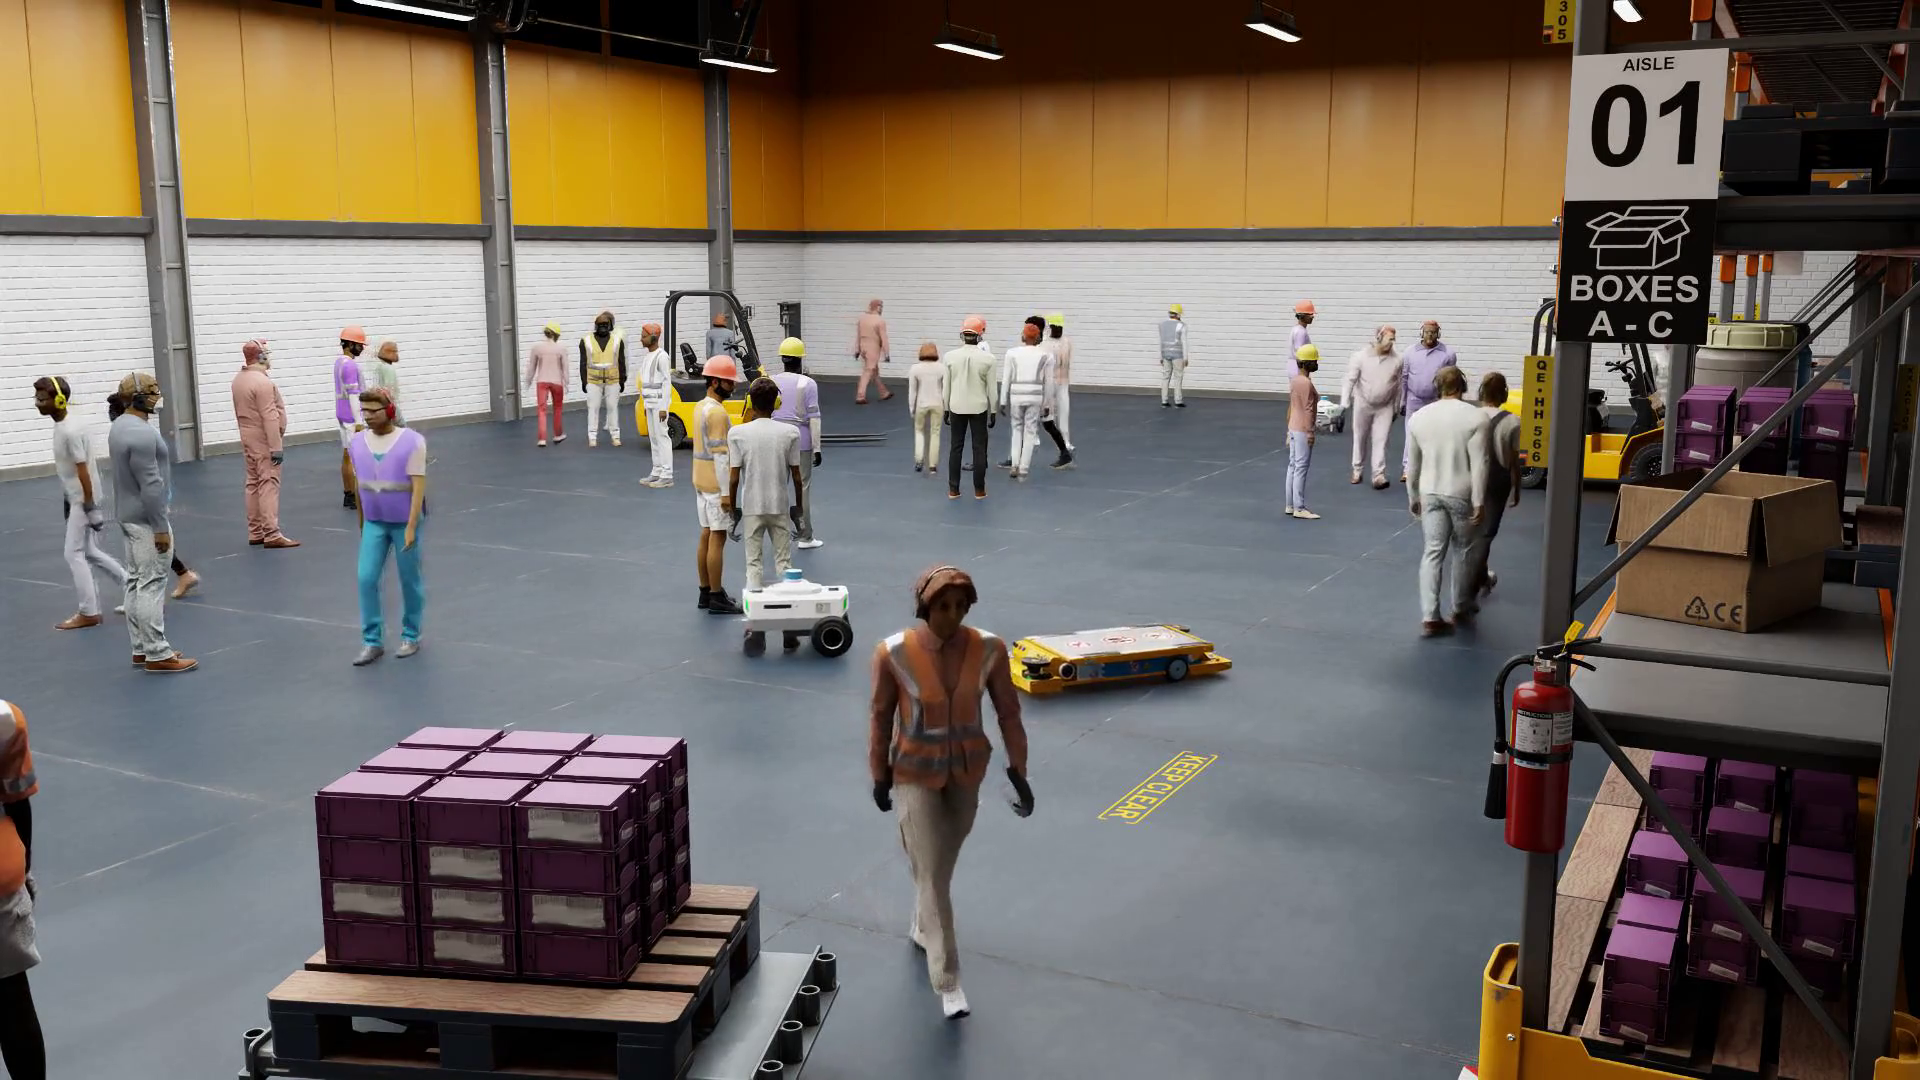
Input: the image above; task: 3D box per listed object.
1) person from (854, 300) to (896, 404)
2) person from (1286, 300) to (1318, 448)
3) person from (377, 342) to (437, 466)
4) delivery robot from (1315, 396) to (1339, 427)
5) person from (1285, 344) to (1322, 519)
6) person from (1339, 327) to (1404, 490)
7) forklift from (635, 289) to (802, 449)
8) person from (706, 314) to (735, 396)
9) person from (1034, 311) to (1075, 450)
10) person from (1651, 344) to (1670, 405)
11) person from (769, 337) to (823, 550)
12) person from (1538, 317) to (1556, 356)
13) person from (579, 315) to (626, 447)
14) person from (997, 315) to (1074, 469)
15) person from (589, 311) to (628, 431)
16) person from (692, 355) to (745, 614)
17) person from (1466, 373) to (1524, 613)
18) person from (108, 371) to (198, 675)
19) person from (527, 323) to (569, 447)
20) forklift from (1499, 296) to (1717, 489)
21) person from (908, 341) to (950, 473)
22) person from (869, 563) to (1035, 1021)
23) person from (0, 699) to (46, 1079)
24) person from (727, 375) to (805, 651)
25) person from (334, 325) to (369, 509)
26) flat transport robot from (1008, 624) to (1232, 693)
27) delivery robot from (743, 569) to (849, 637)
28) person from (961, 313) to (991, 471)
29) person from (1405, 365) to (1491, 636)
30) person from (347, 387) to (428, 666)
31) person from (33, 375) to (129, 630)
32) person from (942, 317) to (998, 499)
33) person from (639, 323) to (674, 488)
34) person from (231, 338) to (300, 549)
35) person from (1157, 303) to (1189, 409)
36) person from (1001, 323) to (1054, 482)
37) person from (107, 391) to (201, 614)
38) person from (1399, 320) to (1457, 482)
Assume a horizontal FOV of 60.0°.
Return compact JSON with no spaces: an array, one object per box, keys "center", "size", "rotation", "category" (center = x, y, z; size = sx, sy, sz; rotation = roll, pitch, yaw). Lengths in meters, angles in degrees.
[{"center":[-1.496,-3.362,29.742],"size":[1.014,1.846,0.663],"rotation":[-8,13,-39],"category":"person"},{"center":[4.715,-2.290,22.978],"size":[0.393,2.044,0.609],"rotation":[1,10,7],"category":"person"},{"center":[-6.944,-1.645,20.526],"size":[0.825,1.585,0.523],"rotation":[-6,11,-31],"category":"person"},{"center":[5.409,-1.897,24.737],"size":[0.477,0.478,0.707],"rotation":[4,11,24],"category":"delivery robot"},{"center":[3.498,-1.101,16.900],"size":[0.310,1.769,0.523],"rotation":[-1,10,-5],"category":"person"},{"center":[4.706,-1.511,19.036],"size":[0.739,1.843,0.992],"rotation":[1,10,6],"category":"person"},{"center":[-3.358,-2.392,23.136],"size":[2.313,2.155,1.214],"rotation":[-1,10,-5],"category":"forklift"},{"center":[-4.178,-3.133,29.045],"size":[0.507,1.632,0.265],"rotation":[-1,10,-4],"category":"person"},{"center":[1.264,-2.208,22.952],"size":[0.598,1.896,0.898],"rotation":[-6,12,-32],"category":"person"},{"center":[9.868,-2.073,23.065],"size":[0.904,1.588,0.540],"rotation":[-9,13,-43],"category":"person"},{"center":[-1.521,-0.873,15.110],"size":[0.588,1.927,0.365],"rotation":[4,11,22],"category":"person"},{"center":[8.661,-2.356,24.089],"size":[0.898,1.785,0.621],"rotation":[-3,10,-15],"category":"person"},{"center":[-4.959,-2.205,23.122],"size":[0.631,1.838,0.430],"rotation":[-3,10,-16],"category":"person"},{"center":[0.970,-1.824,20.638],"size":[0.947,1.926,0.621],"rotation":[-3,10,-16],"category":"person"},{"center":[-5.370,-2.605,25.479],"size":[0.622,1.818,0.810],"rotation":[1,10,7],"category":"person"},{"center":[-1.803,-0.412,12.439],"size":[0.374,1.930,0.542],"rotation":[-4,11,-23],"category":"person"},{"center":[4.001,-0.369,12.609],"size":[0.496,1.785,1.007],"rotation":[7,12,36],"category":"person"},{"center":[-5.202,-0.108,10.652],"size":[0.372,1.940,0.632],"rotation":[-8,13,-39],"category":"person"},{"center":[-5.770,-2.180,23.327],"size":[0.591,1.709,0.880],"rotation":[-1,10,-8],"category":"person"},{"center":[7.296,-1.677,18.993],"size":[2.313,2.155,1.214],"rotation":[5,11,27],"category":"forklift"},{"center":[-0.372,-1.626,20.357],"size":[0.515,1.621,0.428],"rotation":[0,10,-2],"category":"person"},{"center":[-0.036,0.873,5.958],"size":[0.537,1.581,0.870],"rotation":[-3,10,-19],"category":"person"},{"center":[-2.928,1.022,4.803],"size":[0.322,1.696,0.536],"rotation":[8,13,39],"category":"person"},{"center":[-1.309,-0.168,11.200],"size":[0.526,1.869,0.315],"rotation":[-2,10,-11],"category":"person"},{"center":[-6.371,-1.288,17.515],"size":[0.369,1.929,0.542],"rotation":[-6,12,-32],"category":"person"},{"center":[0.948,0.736,10.585],"size":[1.431,0.197,0.652],"rotation":[-4,11,-23],"category":"flat transport robot"},{"center":[-1.111,0.440,11.206],"size":[0.707,0.478,0.477],"rotation":[-1,10,-7],"category":"delivery robot"},{"center":[0.201,-1.826,20.587],"size":[0.349,1.942,0.543],"rotation":[2,10,11],"category":"person"},{"center":[3.478,-0.293,11.861],"size":[0.649,1.885,0.902],"rotation":[7,12,35],"category":"person"},{"center":[-3.764,-0.084,10.883],"size":[0.560,1.813,0.723],"rotation":[1,10,7],"category":"person"},{"center":[-6.234,-0.279,11.966],"size":[0.643,1.836,0.545],"rotation":[-6,11,-31],"category":"person"},{"center":[0.112,-1.431,18.189],"size":[0.619,1.989,0.396],"rotation":[2,10,10],"category":"person"},{"center":[-3.496,-1.544,19.121],"size":[0.337,1.882,0.585],"rotation":[-6,11,-30],"category":"person"},{"center":[-6.351,-0.880,15.197],"size":[0.651,1.913,0.409],"rotation":[9,13,43],"category":"person"},{"center":[3.712,-3.191,28.813],"size":[0.599,1.827,0.404],"rotation":[8,12,38],"category":"person"},{"center":[0.795,-1.623,19.651],"size":[0.605,1.855,0.598],"rotation":[1,10,7],"category":"person"},{"center":[-6.145,-0.308,12.590],"size":[0.547,1.672,0.698],"rotation":[8,13,40],"category":"person"},{"center":[5.460,-1.619,19.485],"size":[0.642,1.912,0.410],"rotation":[3,10,16],"category":"person"}]
